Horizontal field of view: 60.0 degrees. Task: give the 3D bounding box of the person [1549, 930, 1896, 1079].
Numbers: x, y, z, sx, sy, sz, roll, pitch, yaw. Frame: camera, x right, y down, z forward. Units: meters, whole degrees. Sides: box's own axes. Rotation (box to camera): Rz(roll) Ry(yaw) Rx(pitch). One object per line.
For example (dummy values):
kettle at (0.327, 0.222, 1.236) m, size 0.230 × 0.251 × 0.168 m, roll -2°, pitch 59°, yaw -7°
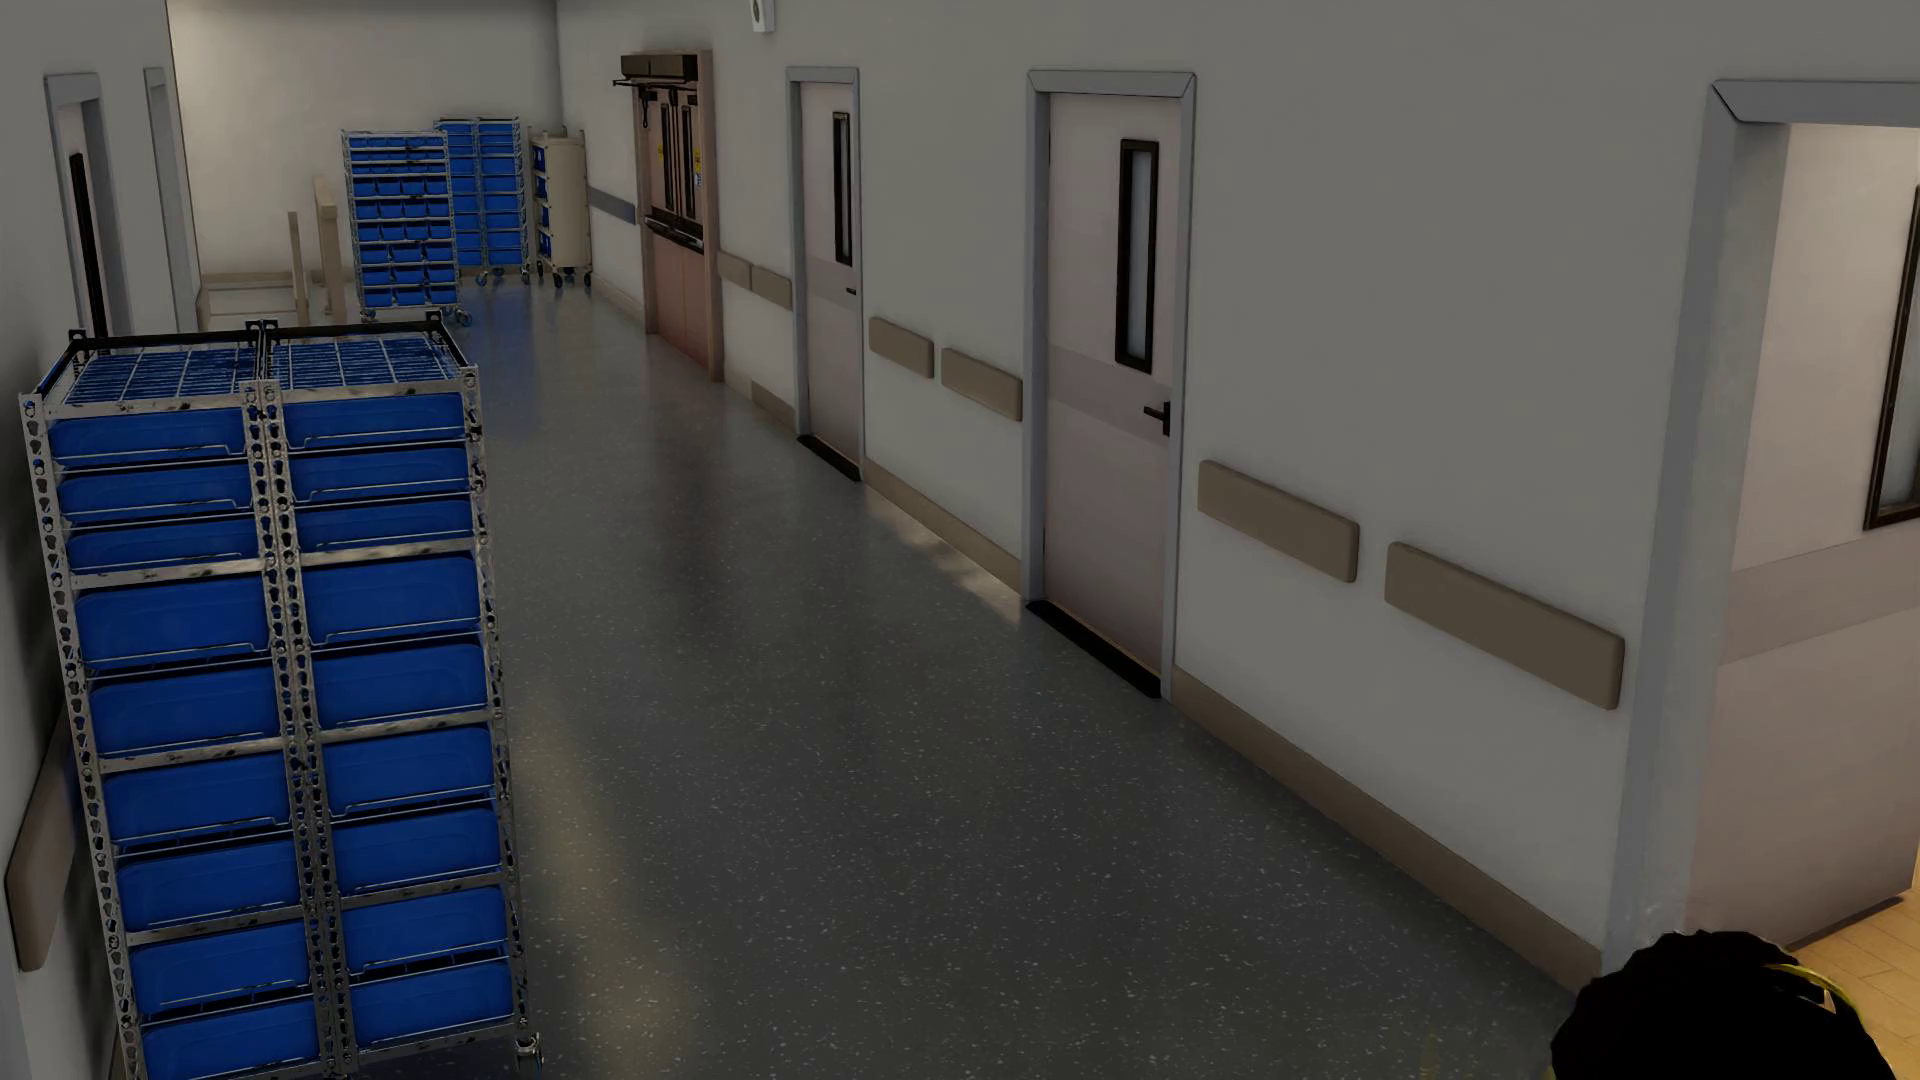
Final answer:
person at (0.465, 1.136, 1.262) m, size 0.529 × 1.850 × 0.403 m, roll -4°, pitch 17°, yaw -14°
